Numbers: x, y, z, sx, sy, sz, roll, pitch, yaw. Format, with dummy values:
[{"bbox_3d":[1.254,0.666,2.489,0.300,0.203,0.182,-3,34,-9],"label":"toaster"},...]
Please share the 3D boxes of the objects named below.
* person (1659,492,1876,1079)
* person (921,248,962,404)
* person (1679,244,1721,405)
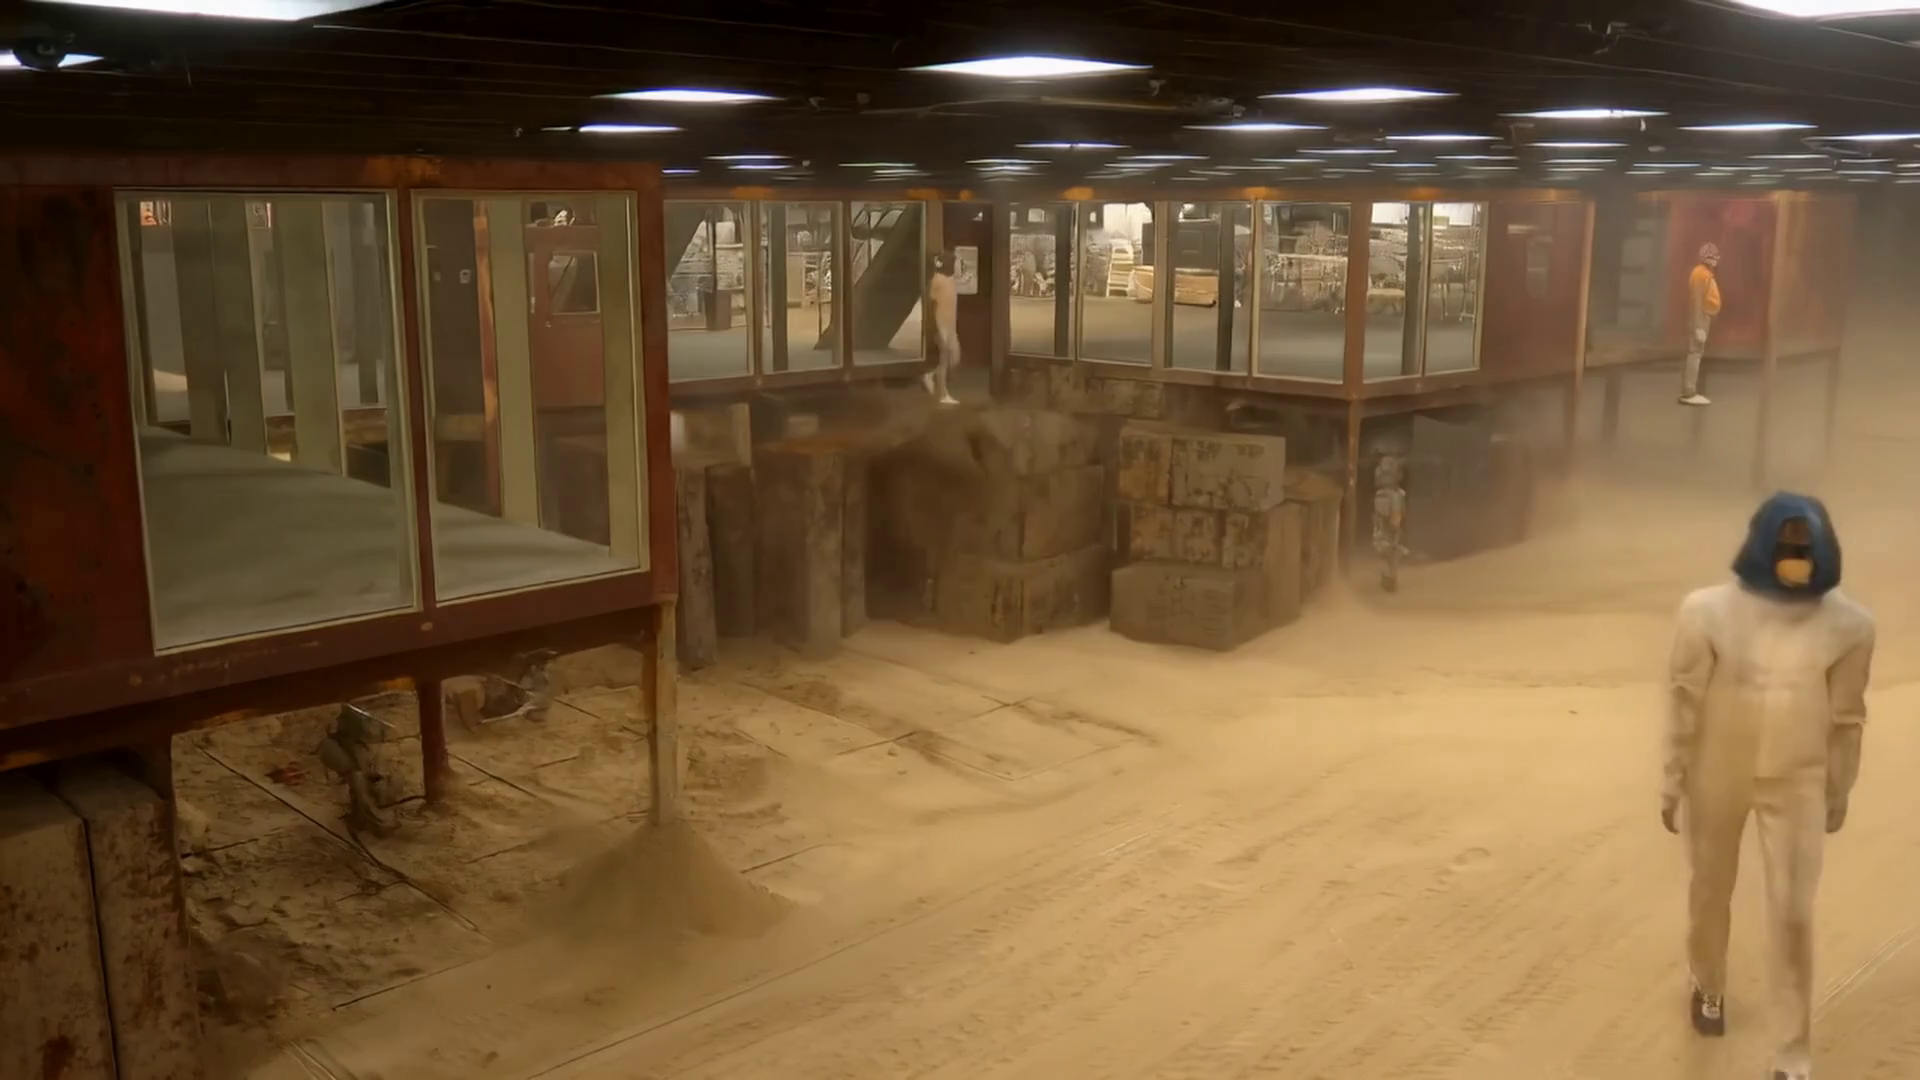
[{"bbox_3d":[2.112,0.673,4.394,0.503,1.594,0.841,4,12,20],"label":"person"},{"bbox_3d":[-0.222,-2.558,19.894,0.489,1.862,0.534,6,13,28],"label":"person"},{"bbox_3d":[8.860,-2.575,19.878,0.402,1.904,0.639,4,12,19],"label":"person"}]
